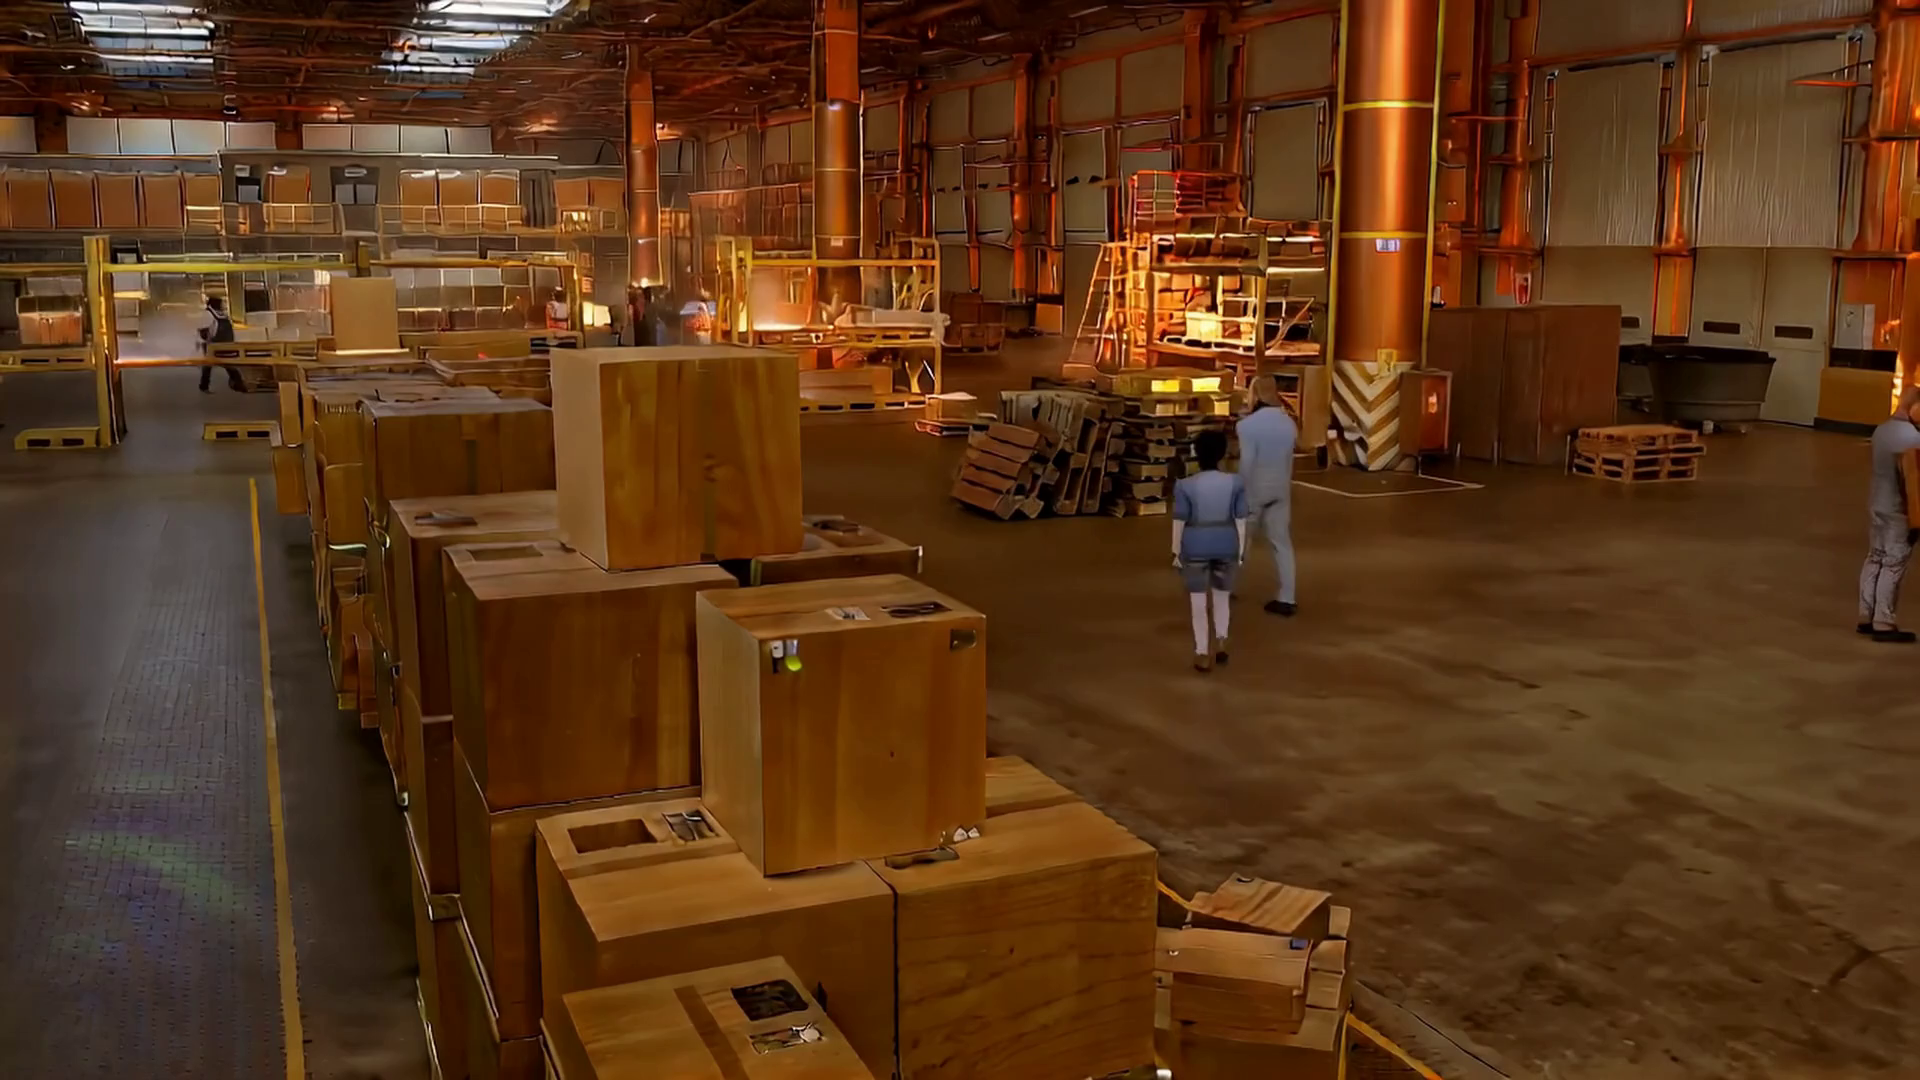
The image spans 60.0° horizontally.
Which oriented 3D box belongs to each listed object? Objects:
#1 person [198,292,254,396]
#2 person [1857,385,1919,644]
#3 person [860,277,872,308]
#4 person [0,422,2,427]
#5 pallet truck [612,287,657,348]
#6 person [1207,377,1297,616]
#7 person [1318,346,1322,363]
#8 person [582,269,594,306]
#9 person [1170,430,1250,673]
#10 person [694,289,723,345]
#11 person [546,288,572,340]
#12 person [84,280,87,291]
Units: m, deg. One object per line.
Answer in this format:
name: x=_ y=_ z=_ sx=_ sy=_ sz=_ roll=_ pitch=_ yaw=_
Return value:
person: x=-14.069 y=-3.740 z=31.616 sx=1.021 sy=2.000 sz=0.682 roll=2 pitch=10 yaw=10
person: x=6.970 y=-0.190 z=12.375 sx=0.387 sy=1.930 sz=0.632 roll=0 pitch=10 yaw=1
person: x=-3.070 y=-7.350 z=52.177 sx=0.952 sy=1.792 sz=0.659 roll=7 pitch=12 yaw=33
person: x=-15.617 y=-2.622 z=26.074 sx=0.971 sy=1.823 sz=0.540 roll=-5 pitch=11 yaw=-25
pallet truck: x=-6.464 y=-4.406 z=35.401 sx=0.823 sy=1.965 sz=1.885 roll=6 pitch=12 yaw=32
person: x=2.402 y=-0.372 z=13.465 sx=0.646 sy=1.885 sz=1.022 roll=-6 pitch=12 yaw=-31
person: x=5.772 y=-2.472 z=25.597 sx=0.537 sy=1.689 sz=0.318 roll=0 pitch=10 yaw=0
person: x=-13.339 y=-8.722 z=59.451 sx=0.586 sy=1.910 sz=0.396 roll=7 pitch=13 yaw=36
person: x=1.720 y=0.079 z=11.522 sx=0.559 sy=1.681 sz=0.391 roll=-1 pitch=10 yaw=-5
person: x=-5.480 y=-4.541 z=36.428 sx=1.003 sy=1.889 sz=0.609 roll=5 pitch=12 yaw=28
person: x=-9.020 y=-4.724 z=37.468 sx=0.584 sy=1.882 sz=0.337 roll=-7 pitch=12 yaw=-32
person: x=-23.285 y=-6.008 z=44.439 sx=0.568 sy=1.922 sz=0.475 roll=10 pitch=14 yaw=44
